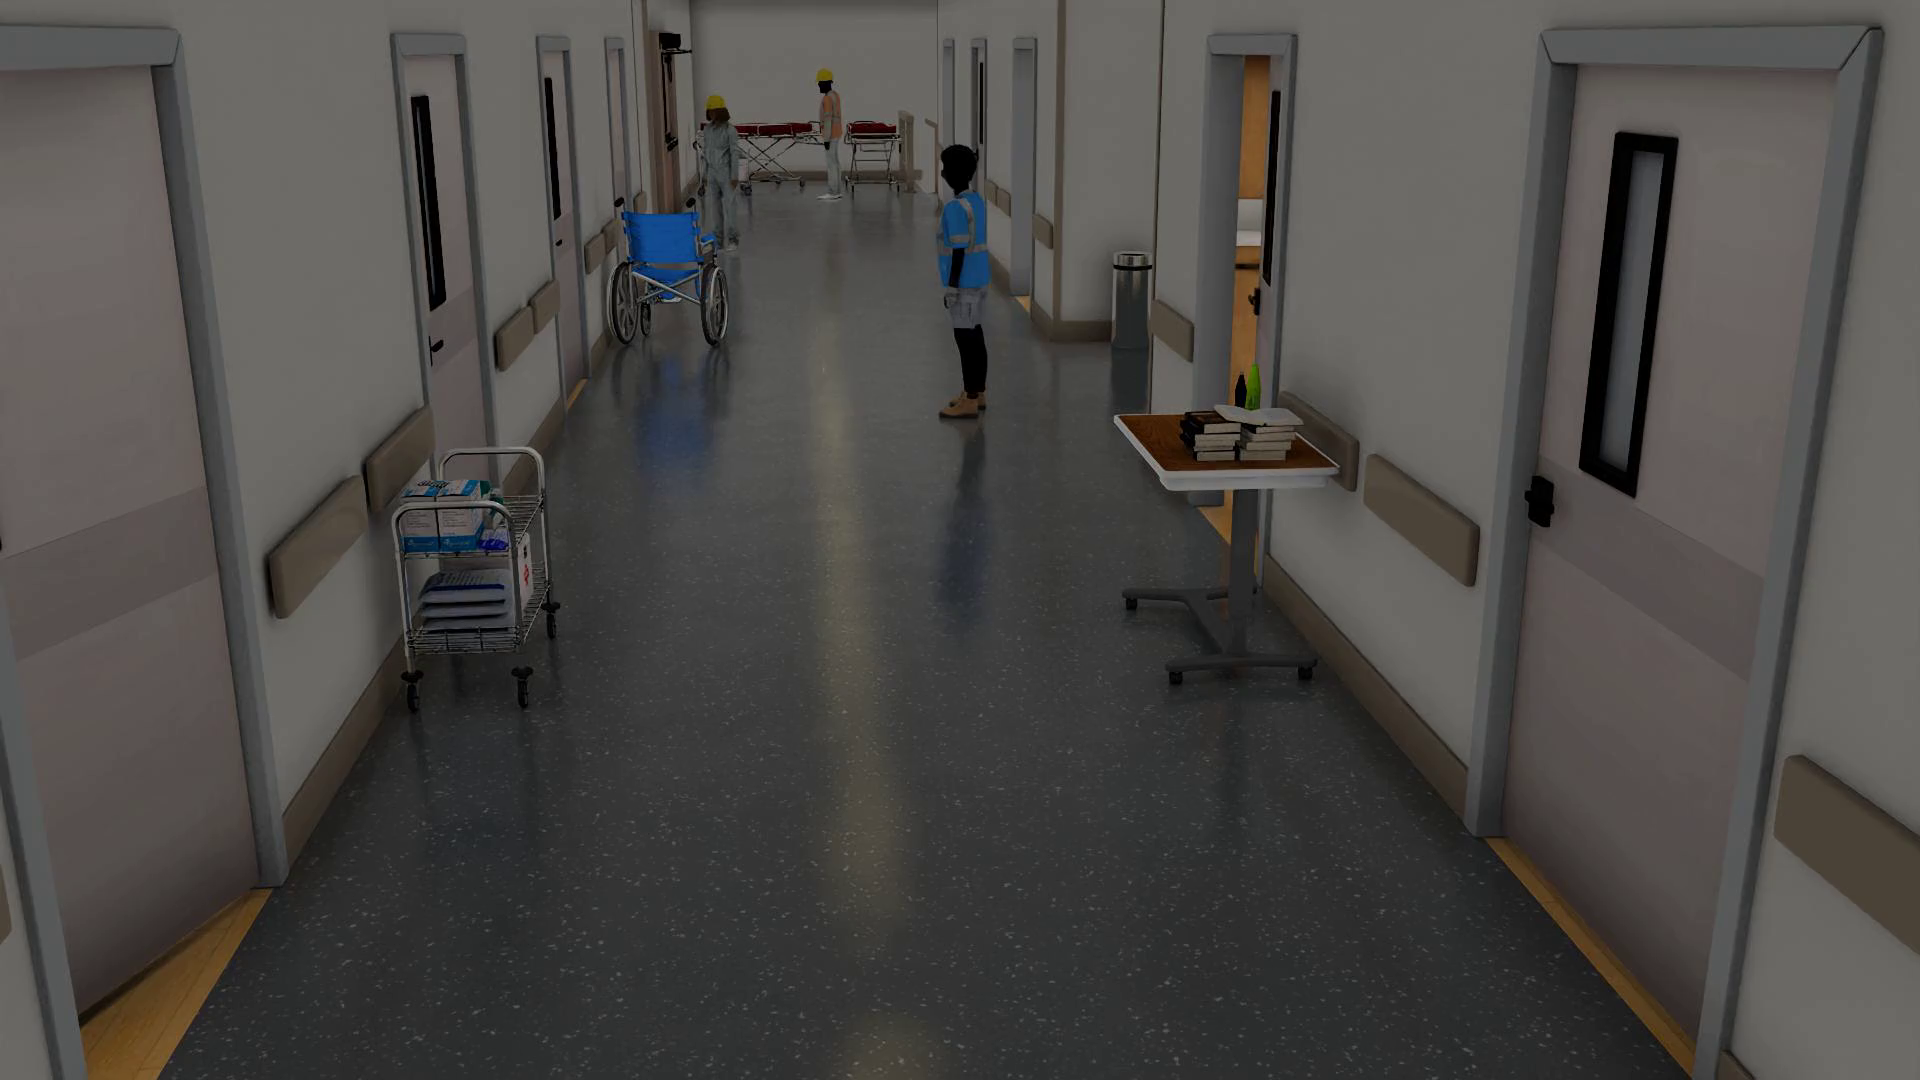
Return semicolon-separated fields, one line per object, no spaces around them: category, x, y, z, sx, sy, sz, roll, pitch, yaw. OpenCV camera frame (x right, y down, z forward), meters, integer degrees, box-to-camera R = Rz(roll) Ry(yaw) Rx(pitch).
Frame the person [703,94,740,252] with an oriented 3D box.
person;-2.703;-4.121;18.733;0.489;1.743;0.311;11;20;32

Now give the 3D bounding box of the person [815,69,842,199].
person;-1.979;-6.108;25.077;0.393;1.918;0.585;2;17;6

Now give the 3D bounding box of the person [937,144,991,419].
person;0.021;-1.609;10.414;0.320;1.697;0.537;5;17;15
